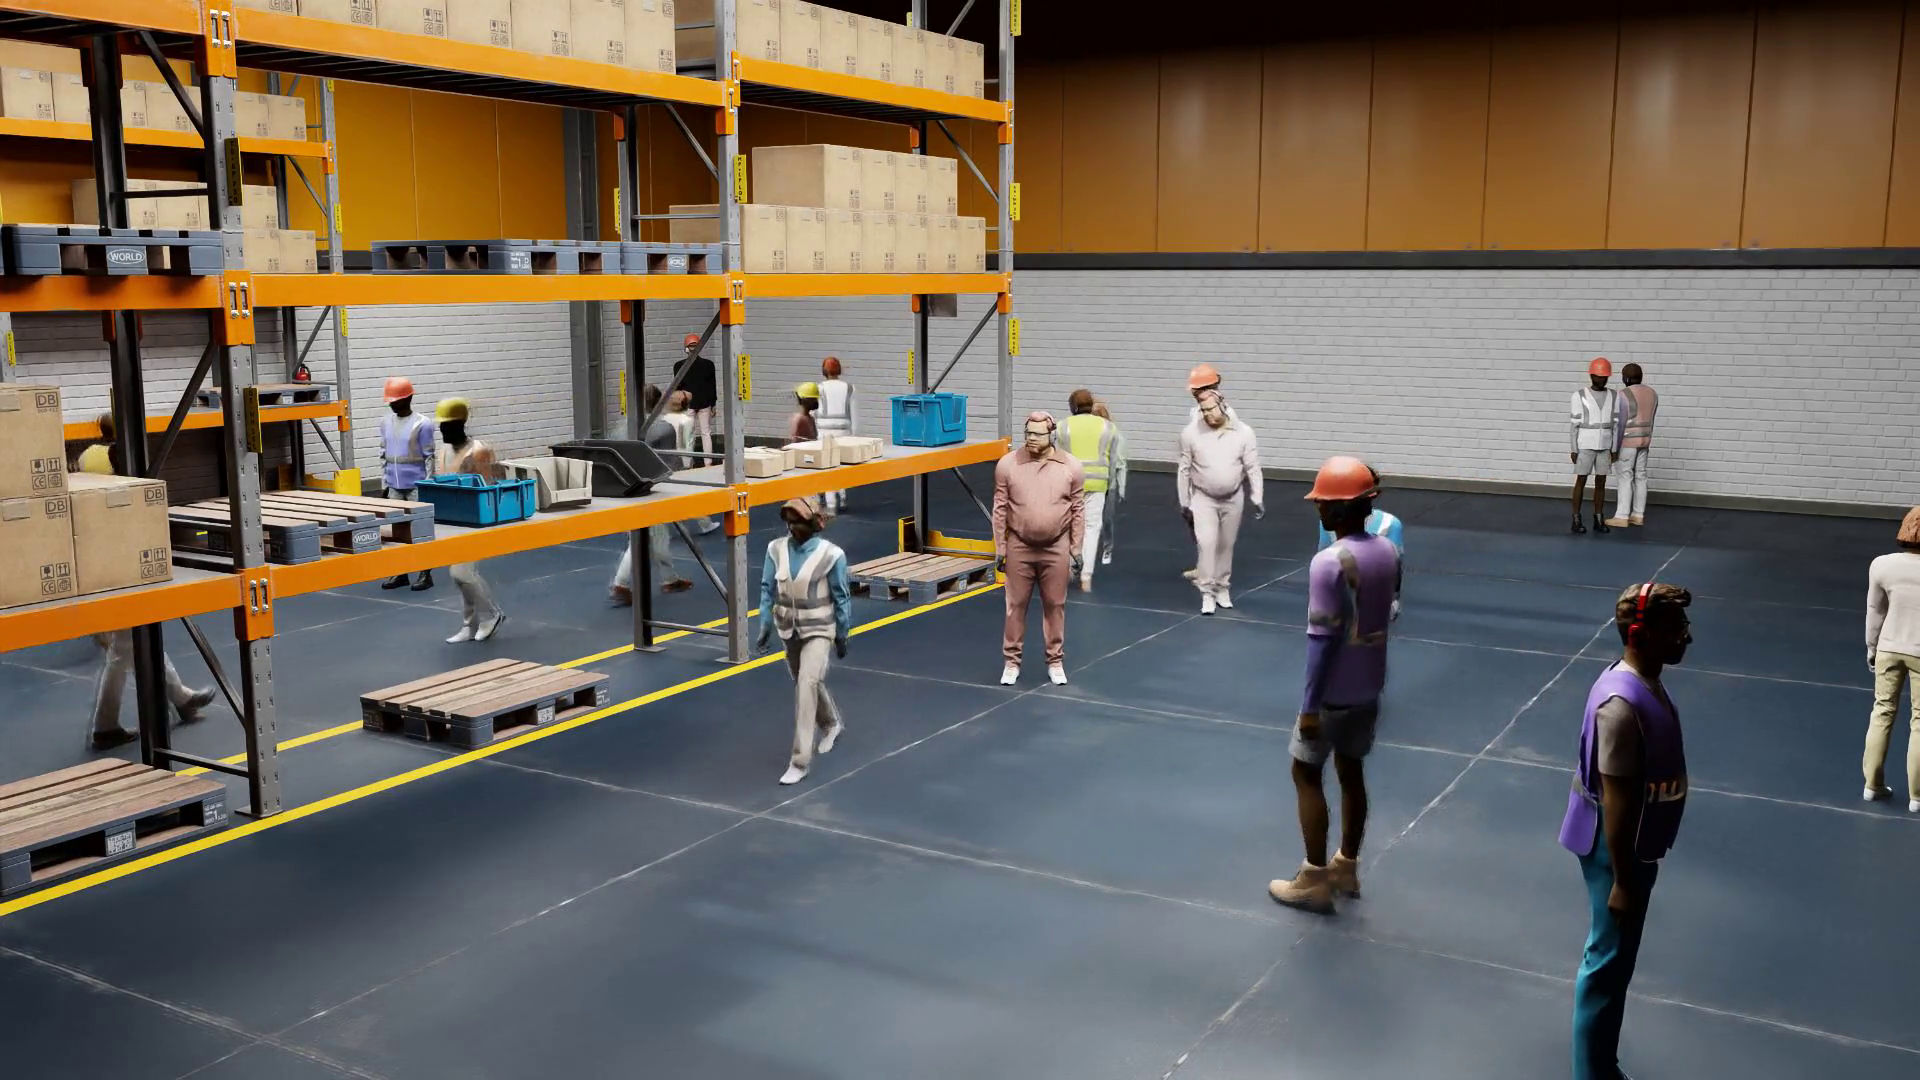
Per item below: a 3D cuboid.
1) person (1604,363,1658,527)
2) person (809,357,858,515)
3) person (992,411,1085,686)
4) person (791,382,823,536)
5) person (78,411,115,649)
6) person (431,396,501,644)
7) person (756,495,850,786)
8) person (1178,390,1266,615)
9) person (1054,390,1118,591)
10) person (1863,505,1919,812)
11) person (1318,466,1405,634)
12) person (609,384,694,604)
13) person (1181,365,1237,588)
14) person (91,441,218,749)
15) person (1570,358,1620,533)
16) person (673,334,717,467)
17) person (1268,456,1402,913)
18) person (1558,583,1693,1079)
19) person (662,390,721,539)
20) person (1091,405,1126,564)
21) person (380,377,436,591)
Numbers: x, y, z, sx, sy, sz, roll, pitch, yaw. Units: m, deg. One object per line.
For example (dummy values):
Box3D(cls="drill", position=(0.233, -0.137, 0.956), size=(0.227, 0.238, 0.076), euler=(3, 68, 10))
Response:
Box3D(cls="person", position=(7.522, -1.063, 18.689), size=(0.624, 1.841, 0.430), euler=(-5, 10, -28))
Box3D(cls="person", position=(-1.524, -1.226, 19.633), size=(0.587, 1.867, 0.523), euler=(-4, 10, -25))
Box3D(cls="person", position=(0.544, 0.062, 11.468), size=(0.642, 1.905, 0.401), euler=(0, 9, 1))
Box3D(cls="person", position=(-1.561, -0.724, 16.837), size=(0.406, 1.748, 0.546), euler=(2, 9, 11))
Box3D(cls="person", position=(-6.355, -0.059, 12.496), size=(0.632, 1.826, 0.648), euler=(4, 10, 21))
Box3D(cls="person", position=(-3.820, -0.143, 12.711), size=(0.600, 1.909, 0.415), euler=(8, 12, 40))
Box3D(cls="person", position=(-0.855, 0.522, 9.539), size=(0.492, 1.594, 0.860), euler=(5, 10, 29))
Box3D(cls="person", position=(2.182, -0.307, 13.855), size=(0.672, 1.861, 0.839), euler=(0, 9, -1))
Box3D(cls="person", position=(1.114, -0.466, 15.141), size=(0.628, 1.790, 0.884), euler=(1, 9, 3))
Box3D(cls="person", position=(5.053, 0.623, 8.827), size=(0.277, 1.629, 0.496), euler=(-6, 11, -35))
Box3D(cls="person", position=(2.543, 0.333, 10.572), size=(0.545, 1.651, 0.882), euler=(3, 10, 19))
Box3D(cls="person", position=(-2.728, -0.404, 14.444), size=(0.635, 1.898, 1.024), euler=(8, 12, 41))
Box3D(cls="person", position=(2.238, -0.574, 15.076), size=(0.430, 2.024, 0.625), euler=(-5, 10, -29))
Box3D(cls="person", position=(-4.963, 0.297, 10.177), size=(0.610, 1.836, 0.956), euler=(6, 11, 31))
Box3D(cls="person", position=(6.958, -1.031, 18.223), size=(0.538, 1.929, 0.383), euler=(0, 9, -2))
Box3D(cls="person", position=(-3.727, -1.897, 23.423), size=(0.608, 1.989, 0.386), euler=(-3, 10, -20))
Box3D(cls="person", position=(1.692, 0.639, 7.441), size=(0.631, 2.040, 0.407), euler=(-8, 12, -42))
Box3D(cls="person", position=(2.194, 1.044, 5.506), size=(0.388, 1.848, 0.564), euler=(5, 10, 27))
Box3D(cls="person", position=(-2.981, -0.806, 17.830), size=(0.528, 1.591, 0.855), euler=(7, 11, 37))
Box3D(cls="person", position=(1.350, -0.511, 15.998), size=(0.510, 1.593, 0.832), euler=(2, 9, 12))
Box3D(cls="person", position=(-4.966, -0.501, 14.904), size=(0.542, 1.927, 0.382), euler=(3, 10, 18))
